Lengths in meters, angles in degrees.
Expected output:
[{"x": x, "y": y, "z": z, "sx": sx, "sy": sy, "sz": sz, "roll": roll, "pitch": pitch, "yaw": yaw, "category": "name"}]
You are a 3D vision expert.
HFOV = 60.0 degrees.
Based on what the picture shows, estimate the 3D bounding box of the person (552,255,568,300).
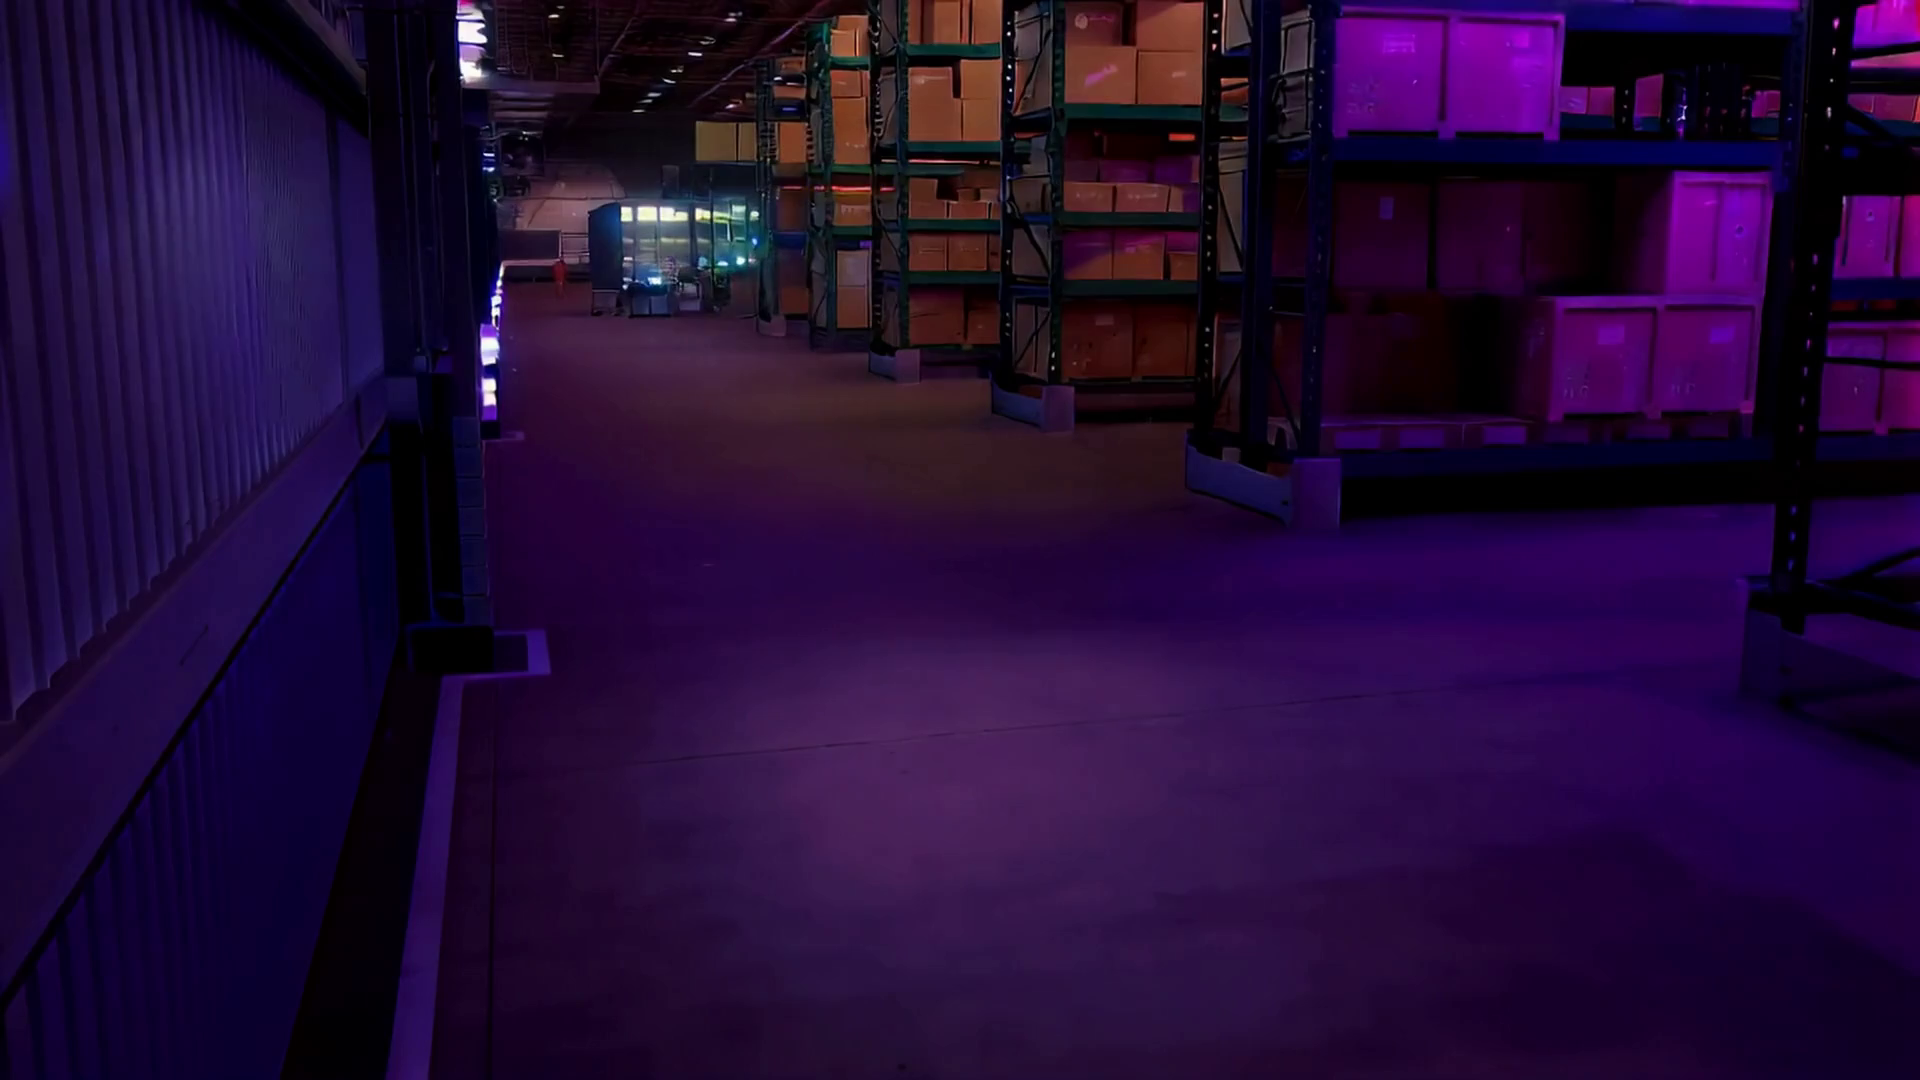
[{"x": -15.207, "y": -9.989, "z": 63.245, "sx": 0.586, "sy": 1.699, "sz": 0.884, "roll": -2, "pitch": 10, "yaw": -11, "category": "person"}]
